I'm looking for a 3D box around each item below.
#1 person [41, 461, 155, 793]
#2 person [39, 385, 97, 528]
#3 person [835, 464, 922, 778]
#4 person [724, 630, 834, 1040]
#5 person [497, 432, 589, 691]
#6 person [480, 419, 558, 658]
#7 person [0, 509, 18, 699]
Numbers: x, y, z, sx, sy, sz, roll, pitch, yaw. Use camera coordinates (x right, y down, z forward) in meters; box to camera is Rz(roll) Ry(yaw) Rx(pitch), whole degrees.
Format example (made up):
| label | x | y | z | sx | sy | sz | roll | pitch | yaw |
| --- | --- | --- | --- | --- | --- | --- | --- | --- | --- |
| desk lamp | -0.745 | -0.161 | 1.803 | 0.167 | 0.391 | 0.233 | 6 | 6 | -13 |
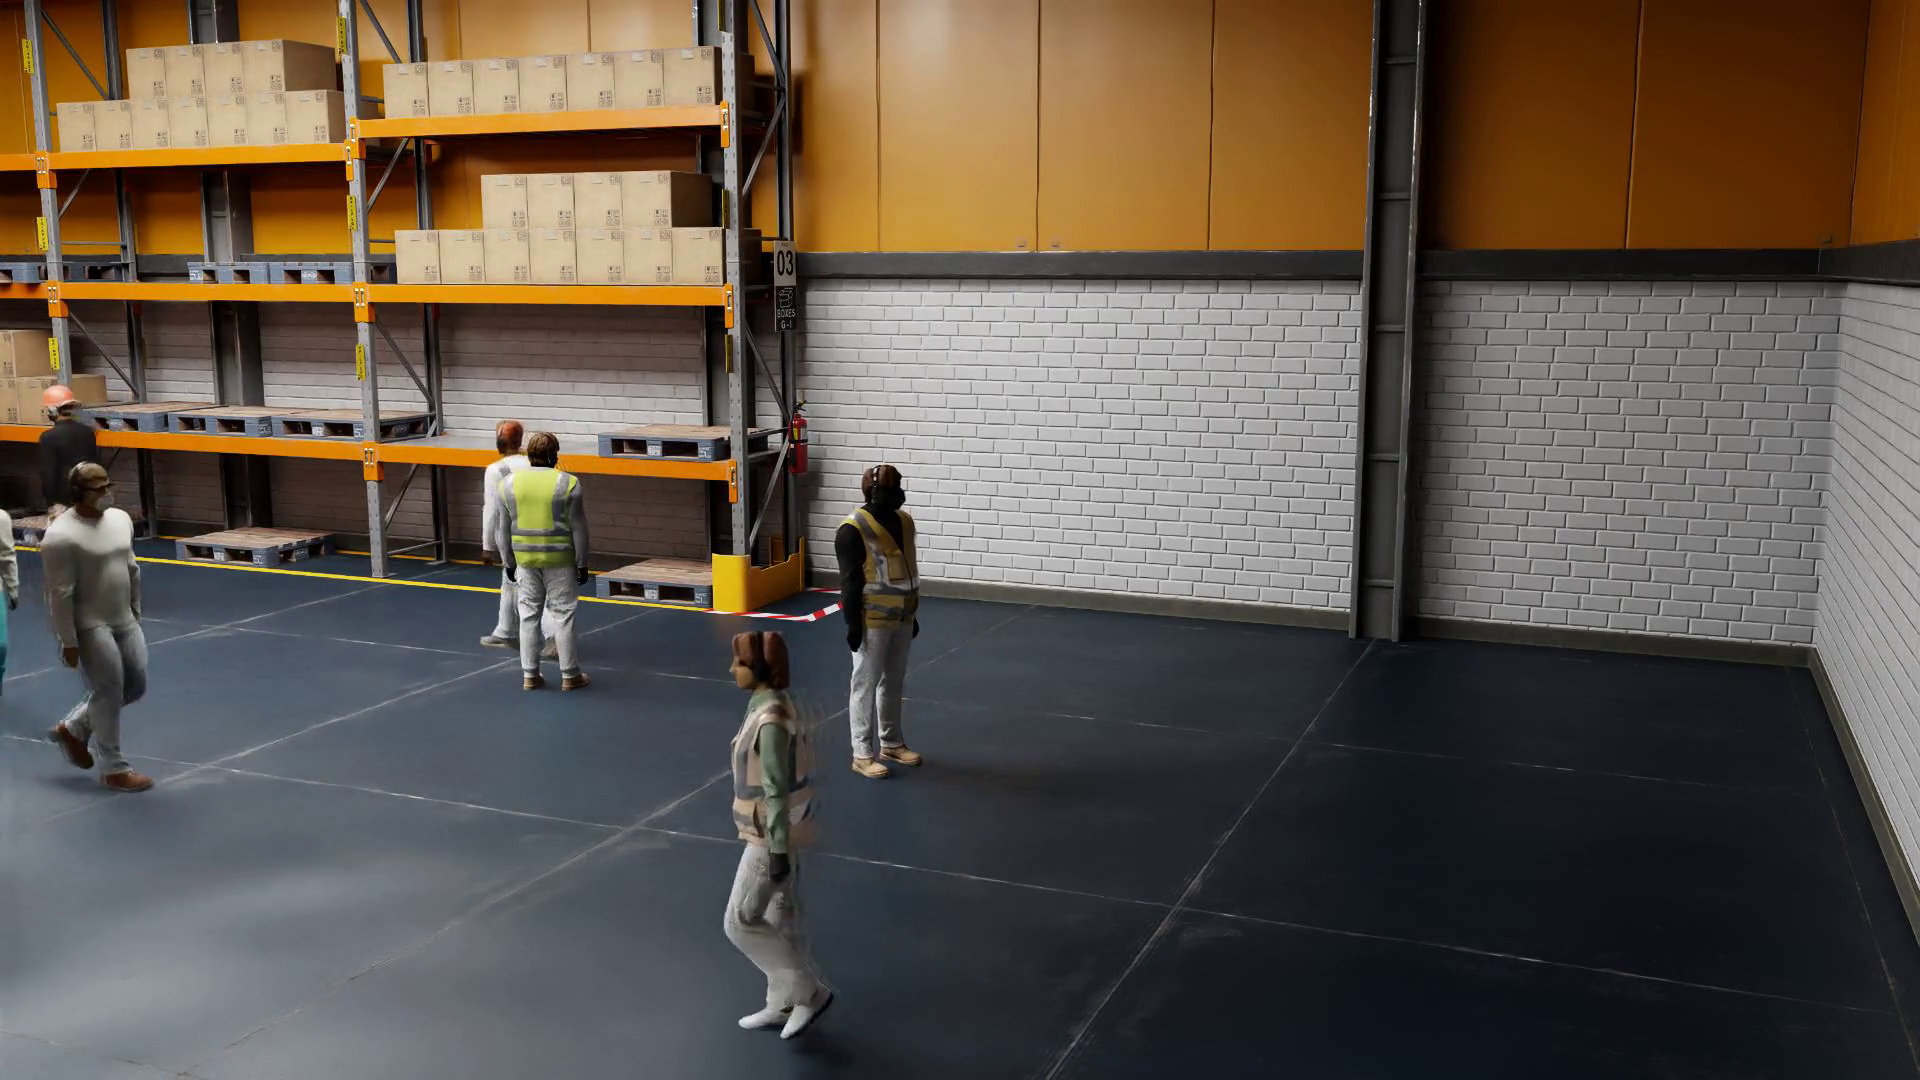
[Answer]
| label | x | y | z | sx | sy | sz | roll | pitch | yaw |
| --- | --- | --- | --- | --- | --- | --- | --- | --- | --- |
| person | -4.969 | 0.493 | 9.521 | 0.619 | 1.918 | 0.640 | 2 | 10 | 12 |
| person | -7.697 | -0.360 | 14.508 | 0.597 | 1.982 | 0.619 | 3 | 10 | 15 |
| person | -0.454 | 0.470 | 9.887 | 0.429 | 1.846 | 0.633 | 7 | 12 | 35 |
| person | -0.753 | 1.147 | 6.436 | 0.360 | 1.630 | 0.514 | -1 | 9 | -5 |
| person | -2.929 | 0.155 | 11.803 | 0.633 | 1.841 | 0.429 | 1 | 9 | 6 |
| person | -3.384 | -0.015 | 12.854 | 0.966 | 1.847 | 0.586 | 5 | 11 | 28 |
| person | -6.528 | 0.336 | 10.996 | 0.529 | 1.751 | 0.598 | -6 | 11 | -33 |
